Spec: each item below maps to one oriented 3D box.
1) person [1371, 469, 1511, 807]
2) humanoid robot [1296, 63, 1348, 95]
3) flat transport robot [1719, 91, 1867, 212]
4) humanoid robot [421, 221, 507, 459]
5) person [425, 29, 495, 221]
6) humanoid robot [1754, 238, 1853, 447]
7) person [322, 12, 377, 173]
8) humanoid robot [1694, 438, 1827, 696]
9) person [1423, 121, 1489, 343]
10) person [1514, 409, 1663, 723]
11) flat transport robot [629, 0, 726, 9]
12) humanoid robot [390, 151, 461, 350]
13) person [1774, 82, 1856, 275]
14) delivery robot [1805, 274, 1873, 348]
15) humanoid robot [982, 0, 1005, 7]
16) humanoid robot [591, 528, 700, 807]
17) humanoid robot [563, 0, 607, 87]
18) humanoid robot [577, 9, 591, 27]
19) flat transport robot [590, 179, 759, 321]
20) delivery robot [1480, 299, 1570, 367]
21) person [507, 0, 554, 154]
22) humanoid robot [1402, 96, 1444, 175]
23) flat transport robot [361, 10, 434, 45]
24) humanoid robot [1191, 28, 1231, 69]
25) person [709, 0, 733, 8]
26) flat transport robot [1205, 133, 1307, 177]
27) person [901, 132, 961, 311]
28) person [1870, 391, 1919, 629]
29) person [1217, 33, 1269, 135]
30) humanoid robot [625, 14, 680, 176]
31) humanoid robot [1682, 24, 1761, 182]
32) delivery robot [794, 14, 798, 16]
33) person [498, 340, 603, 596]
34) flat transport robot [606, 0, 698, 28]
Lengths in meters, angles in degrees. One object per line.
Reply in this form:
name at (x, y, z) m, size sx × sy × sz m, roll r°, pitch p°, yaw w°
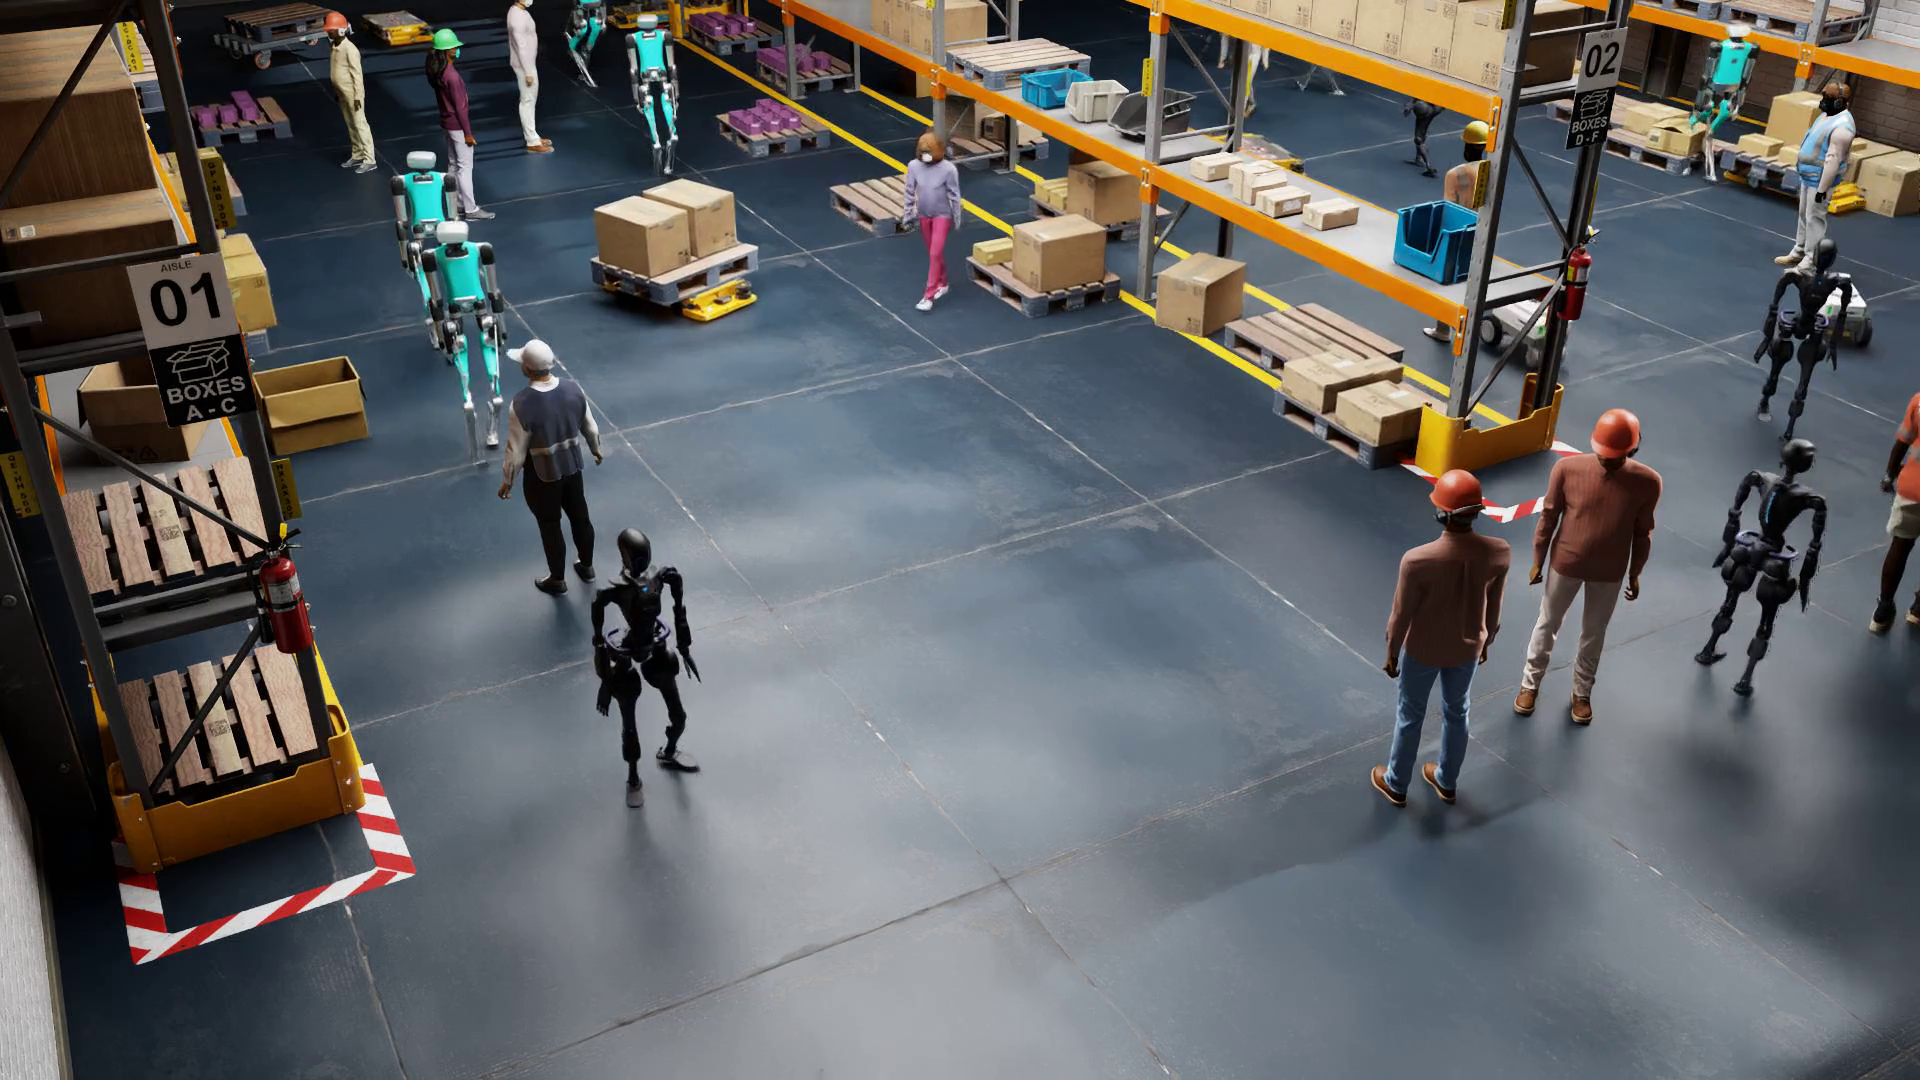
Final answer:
person at (2.518, 0.540, 8.752) m, size 0.610 × 1.986 × 0.402 m, roll -5°, pitch 30°, yaw -8°
humanoid robot at (4.776, -6.614, 21.520) m, size 0.854 × 1.847 × 0.549 m, roll 8°, pitch 31°, yaw 14°
flat transport robot at (9.194, -3.915, 18.226) m, size 0.659 × 0.231 × 1.431 m, roll -16°, pitch 33°, yaw -25°
humanoid robot at (-3.643, -1.393, 12.476) m, size 0.540 × 1.898 × 0.756 m, roll -9°, pitch 31°, yaw -15°
person at (-5.209, -4.268, 17.153) m, size 0.422 × 1.952 × 0.491 m, roll -22°, pitch 37°, yaw -33°
humanoid robot at (6.447, -1.563, 12.765) m, size 0.584 × 1.630 × 0.752 m, roll 8°, pitch 31°, yaw 14°
person at (-6.872, -5.027, 18.665) m, size 0.322 × 1.755 × 0.562 m, roll -26°, pitch 39°, yaw -37°
humanoid robot at (4.712, 0.141, 9.775) m, size 0.487 × 1.627 × 0.596 m, roll -23°, pitch 37°, yaw -34°
person at (4.343, -2.654, 14.367) m, size 0.592 × 1.924 × 0.379 m, roll -12°, pitch 32°, yaw -20°
person at (3.557, 0.151, 9.426) m, size 0.622 × 1.981 × 0.400 m, roll 9°, pitch 31°, yaw 15°
flat transport robot at (-4.427, -8.460, 26.136) m, size 1.431 × 0.231 × 0.659 m, roll -10°, pitch 31°, yaw -17°
humanoid robot at (-4.395, -2.294, 13.949) m, size 0.548 × 1.749 × 0.893 m, roll -10°, pitch 31°, yaw -17°
person at (8.147, -3.422, 15.803) m, size 0.431 × 1.835 × 0.622 m, roll 5°, pitch 30°, yaw 9°
delivery robot at (7.736, -2.057, 14.694) m, size 0.499 × 0.585 × 0.784 m, roll 6°, pitch 30°, yaw 10°
humanoid robot at (0.526, -9.226, 26.067) m, size 0.549 × 1.632 × 0.614 m, roll -10°, pitch 31°, yaw -17°
humanoid robot at (-1.703, 0.641, 8.875) m, size 0.588 × 1.642 × 0.373 m, roll -22°, pitch 36°, yaw -33°
humanoid robot at (-4.989, -6.797, 21.866) m, size 0.547 × 1.878 × 0.810 m, roll -26°, pitch 39°, yaw -37°
humanoid robot at (-5.670, -8.343, 24.518) m, size 0.616 × 1.649 × 0.311 m, roll -8°, pitch 31°, yaw -14°
flat transport robot at (-2.642, -2.373, 15.540) m, size 1.431 × 0.231 × 0.659 m, roll 22°, pitch 36°, yaw 33°
delivery robot at (4.912, -1.867, 14.376) m, size 0.499 × 0.597 × 0.798 m, roll -10°, pitch 31°, yaw -17°
person at (-5.012, -5.476, 19.270) m, size 0.379 × 1.937 × 0.628 m, roll -6°, pitch 30°, yaw -11°
humanoid robot at (5.226, -4.919, 18.593) m, size 0.601 × 1.654 × 0.594 m, roll -25°, pitch 38°, yaw -36°
flat transport robot at (-8.332, -7.576, 24.598) m, size 0.659 × 0.231 × 1.431 m, roll -19°, pitch 35°, yaw -29°
humanoid robot at (3.561, -7.252, 22.648) m, size 0.725 × 1.625 × 0.590 m, roll 6°, pitch 30°, yaw 11°
person at (-3.773, -9.138, 25.765) m, size 0.584 × 1.828 × 0.545 m, roll -9°, pitch 31°, yaw -16°
flat transport robot at (3.344, -4.381, 19.037) m, size 0.659 × 0.231 × 1.431 m, roll -9°, pitch 31°, yaw -15°
person at (-0.290, -2.889, 15.094) m, size 0.513 × 1.601 × 0.726 m, roll 16°, pitch 33°, yaw 25°
person at (6.054, -0.319, 10.289) m, size 0.642 × 1.940 × 0.494 m, roll 19°, pitch 35°, yaw 29°
person at (3.468, -5.909, 20.157) m, size 0.584 × 1.823 × 1.061 m, roll 18°, pitch 35°, yaw 29°
humanoid robot at (-3.329, -4.806, 18.324) m, size 0.543 × 1.802 × 0.767 m, roll -8°, pitch 31°, yaw -13°
humanoid robot at (8.324, -4.854, 18.379) m, size 0.532 × 1.755 × 0.852 m, roll 1°, pitch 30°, yaw 2°
delivery robot at (-2.343, -8.478, 25.900) m, size 0.792 × 0.614 × 0.499 m, roll -5°, pitch 30°, yaw -9°
person at (-2.614, -0.463, 10.717) m, size 0.408 × 1.758 × 0.768 m, roll 25°, pitch 38°, yaw 36°
flat transport robot at (-4.642, -8.024, 25.377) m, size 1.431 × 0.231 × 0.659 m, roll -16°, pitch 33°, yaw -25°
